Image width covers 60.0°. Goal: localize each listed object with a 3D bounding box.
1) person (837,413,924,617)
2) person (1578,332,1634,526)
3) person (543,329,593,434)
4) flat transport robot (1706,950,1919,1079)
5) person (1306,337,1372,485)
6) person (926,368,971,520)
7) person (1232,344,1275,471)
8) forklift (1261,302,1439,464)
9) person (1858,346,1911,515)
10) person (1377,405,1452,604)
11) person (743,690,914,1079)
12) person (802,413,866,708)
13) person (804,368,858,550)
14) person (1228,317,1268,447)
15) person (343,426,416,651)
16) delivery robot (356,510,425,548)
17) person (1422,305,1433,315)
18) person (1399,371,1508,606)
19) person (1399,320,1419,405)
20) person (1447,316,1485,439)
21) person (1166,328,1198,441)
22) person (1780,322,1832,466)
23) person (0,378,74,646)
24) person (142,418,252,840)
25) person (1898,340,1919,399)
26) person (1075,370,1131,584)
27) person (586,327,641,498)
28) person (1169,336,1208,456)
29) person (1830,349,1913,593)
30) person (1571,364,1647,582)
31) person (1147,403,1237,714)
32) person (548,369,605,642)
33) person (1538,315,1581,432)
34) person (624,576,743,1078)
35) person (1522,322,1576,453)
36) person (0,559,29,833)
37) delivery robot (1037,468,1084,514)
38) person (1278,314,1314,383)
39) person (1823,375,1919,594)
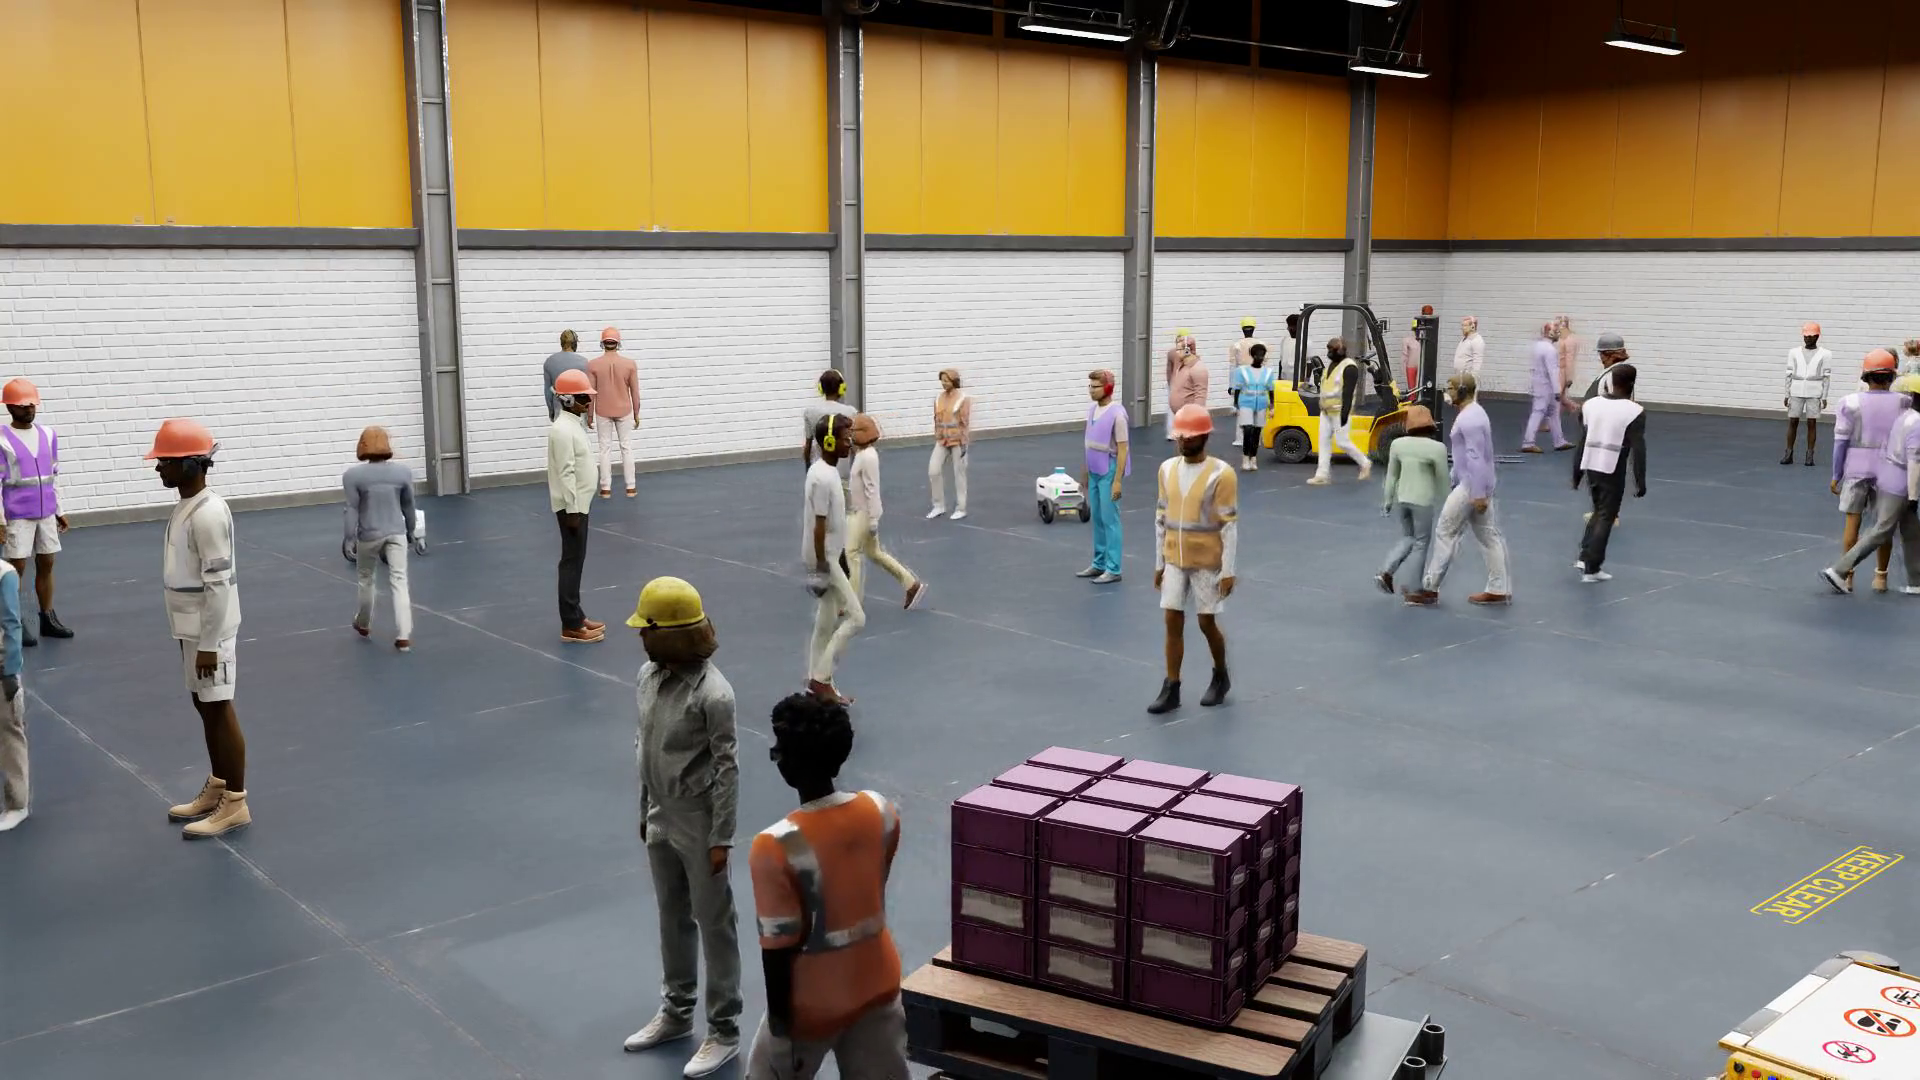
[{"bbox_3d":[-0.671,-0.200,13.041,0.746,1.609,0.509,-1,10,-8],"label":"person"},{"bbox_3d":[6.750,-1.165,17.406,0.536,2.000,0.683,3,10,19],"label":"person"},{"bbox_3d":[-4.698,-1.564,20.039,0.634,1.938,0.355,3,10,20],"label":"person"},{"bbox_3d":[3.060,1.738,5.585,1.431,0.197,0.652,-9,13,-42],"label":"flat transport robot"},{"bbox_3d":[4.677,-1.576,20.444,0.749,1.825,0.630,-4,10,-21],"label":"person"},{"bbox_3d":[-0.122,-1.007,17.705,0.526,1.623,0.541,7,12,35],"label":"person"},{"bbox_3d":[3.854,-1.726,21.728,0.554,1.674,0.506,-2,10,-10],"label":"person"},{"bbox_3d":[5.320,-2.157,22.763,2.313,2.155,1.214,3,10,16],"label":"forklift"},{"bbox_3d":[9.977,-1.172,18.019,0.514,1.843,0.330,7,12,36],"label":"person"},{"bbox_3d":[3.713,-0.283,13.474,0.414,1.625,0.477,-5,11,-28],"label":"person"},{"bbox_3d":[-0.423,1.220,4.551,0.868,1.645,0.538,9,13,43],"label":"person"},{"bbox_3d":[-0.790,0.135,10.360,0.421,1.854,0.509,-1,10,-8],"label":"person"},{"bbox_3d":[-1.084,-0.561,14.414,0.562,1.849,0.611,2,10,11],"label":"person"},{"bbox_3d":[4.255,-2.335,24.618,0.585,1.917,0.381,0,10,-2],"label":"person"},{"bbox_3d":[-4.201,-0.024,12.035,0.534,1.587,0.849,-6,12,-33],"label":"person"},{"bbox_3d":[-5.302,-0.133,15.433,0.477,0.478,0.707,4,10,21],"label":"delivery robot"},{"bbox_3d":[8.874,-3.510,31.598,0.577,1.881,0.349,-9,13,-44],"label":"person"},{"bbox_3d":[4.009,-0.409,13.408,0.944,1.890,0.640,4,10,20],"label":"person"},{"bbox_3d":[7.934,-2.988,28.966,0.555,1.723,0.866,3,10,18],"label":"person"},{"bbox_3d":[7.728,-2.460,25.376,0.411,1.910,0.643,-1,10,-5],"label":"person"},{"bbox_3d":[3.388,-2.372,25.406,0.540,1.714,0.904,5,11,29],"label":"person"},{"bbox_3d":[11.387,-1.964,22.381,0.542,1.939,0.368,7,12,34],"label":"person"},{"bbox_3d":[-6.753,-0.206,12.095,0.368,1.935,0.552,5,11,26],"label":"person"},{"bbox_3d":[-3.704,0.425,8.090,0.372,2.044,0.608,-7,12,-34],"label":"person"},{"bbox_3d":[13.691,-2.066,23.886,0.548,1.621,0.521,5,11,25],"label":"person"},{"bbox_3d":[1.248,-0.545,14.371,0.409,1.842,0.602,-4,11,-23],"label":"person"},{"bbox_3d":[-4.049,-1.487,19.426,0.621,1.992,0.397,-3,10,-16],"label":"person"},{"bbox_3d":[2.600,-1.389,19.109,0.401,1.907,0.648,-2,10,-12],"label":"person"},{"bbox_3d":[7.616,-0.573,13.918,0.608,2.048,0.364,3,10,16],"label":"person"},{"bbox_3d":[5.615,-0.573,14.358,0.508,1.893,0.614,-5,11,-29],"label":"person"},{"bbox_3d":[1.451,0.115,10.281,0.552,1.939,0.555,8,12,39],"label":"person"},{"bbox_3d":[-2.819,-0.253,12.200,0.381,1.994,0.622,-1,10,-8],"label":"person"},{"bbox_3d":[9.690,-2.655,26.596,0.743,1.880,0.642,1,10,6],"label":"person"},{"bbox_3d":[-0.960,0.978,5.736,0.487,1.740,0.312,9,13,43],"label":"person"},{"bbox_3d":[8.504,-2.169,23.777,0.907,1.869,0.662,1,10,8],"label":"person"},{"bbox_3d":[-4.770,0.651,7.979,0.548,1.618,0.568,2,10,9],"label":"person"},{"bbox_3d":[1.067,-0.531,17.762,0.477,0.478,0.707,-3,10,-14],"label":"delivery robot"},{"bbox_3d":[4.992,-2.403,24.891,0.380,1.959,0.600,-9,13,-41],"label":"person"},{"bbox_3d":[7.708,-0.457,13.771,0.950,1.878,0.641,3,10,16],"label":"person"}]
